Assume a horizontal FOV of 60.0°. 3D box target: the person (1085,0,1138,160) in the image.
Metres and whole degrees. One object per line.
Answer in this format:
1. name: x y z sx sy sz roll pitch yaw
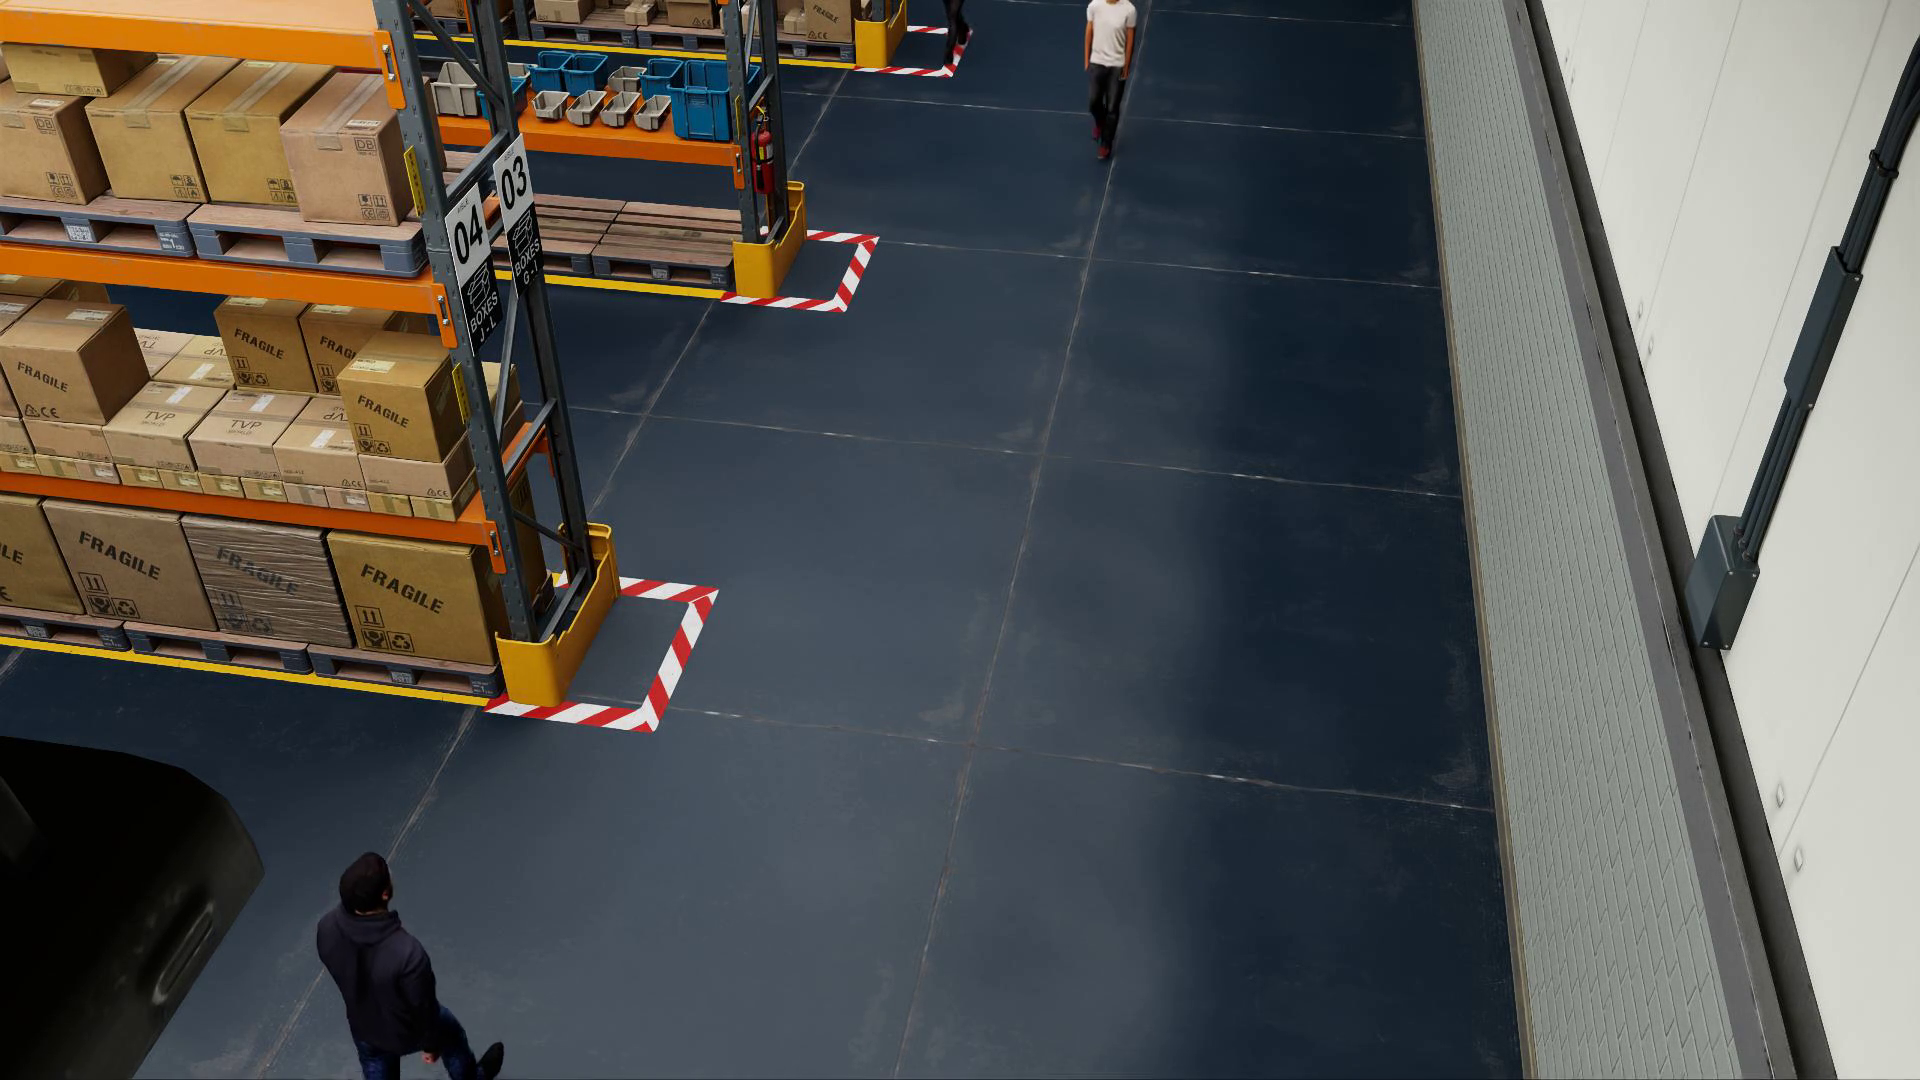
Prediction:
1. person: 1.425 -4.484 15.552 0.715 1.790 0.736 12 40 14

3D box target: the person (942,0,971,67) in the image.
1. person: -0.046 -5.925 17.491 1.078 1.671 0.749 11 39 14

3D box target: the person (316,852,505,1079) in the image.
1. person: -2.459 2.122 7.063 1.143 1.846 0.821 10 39 13
